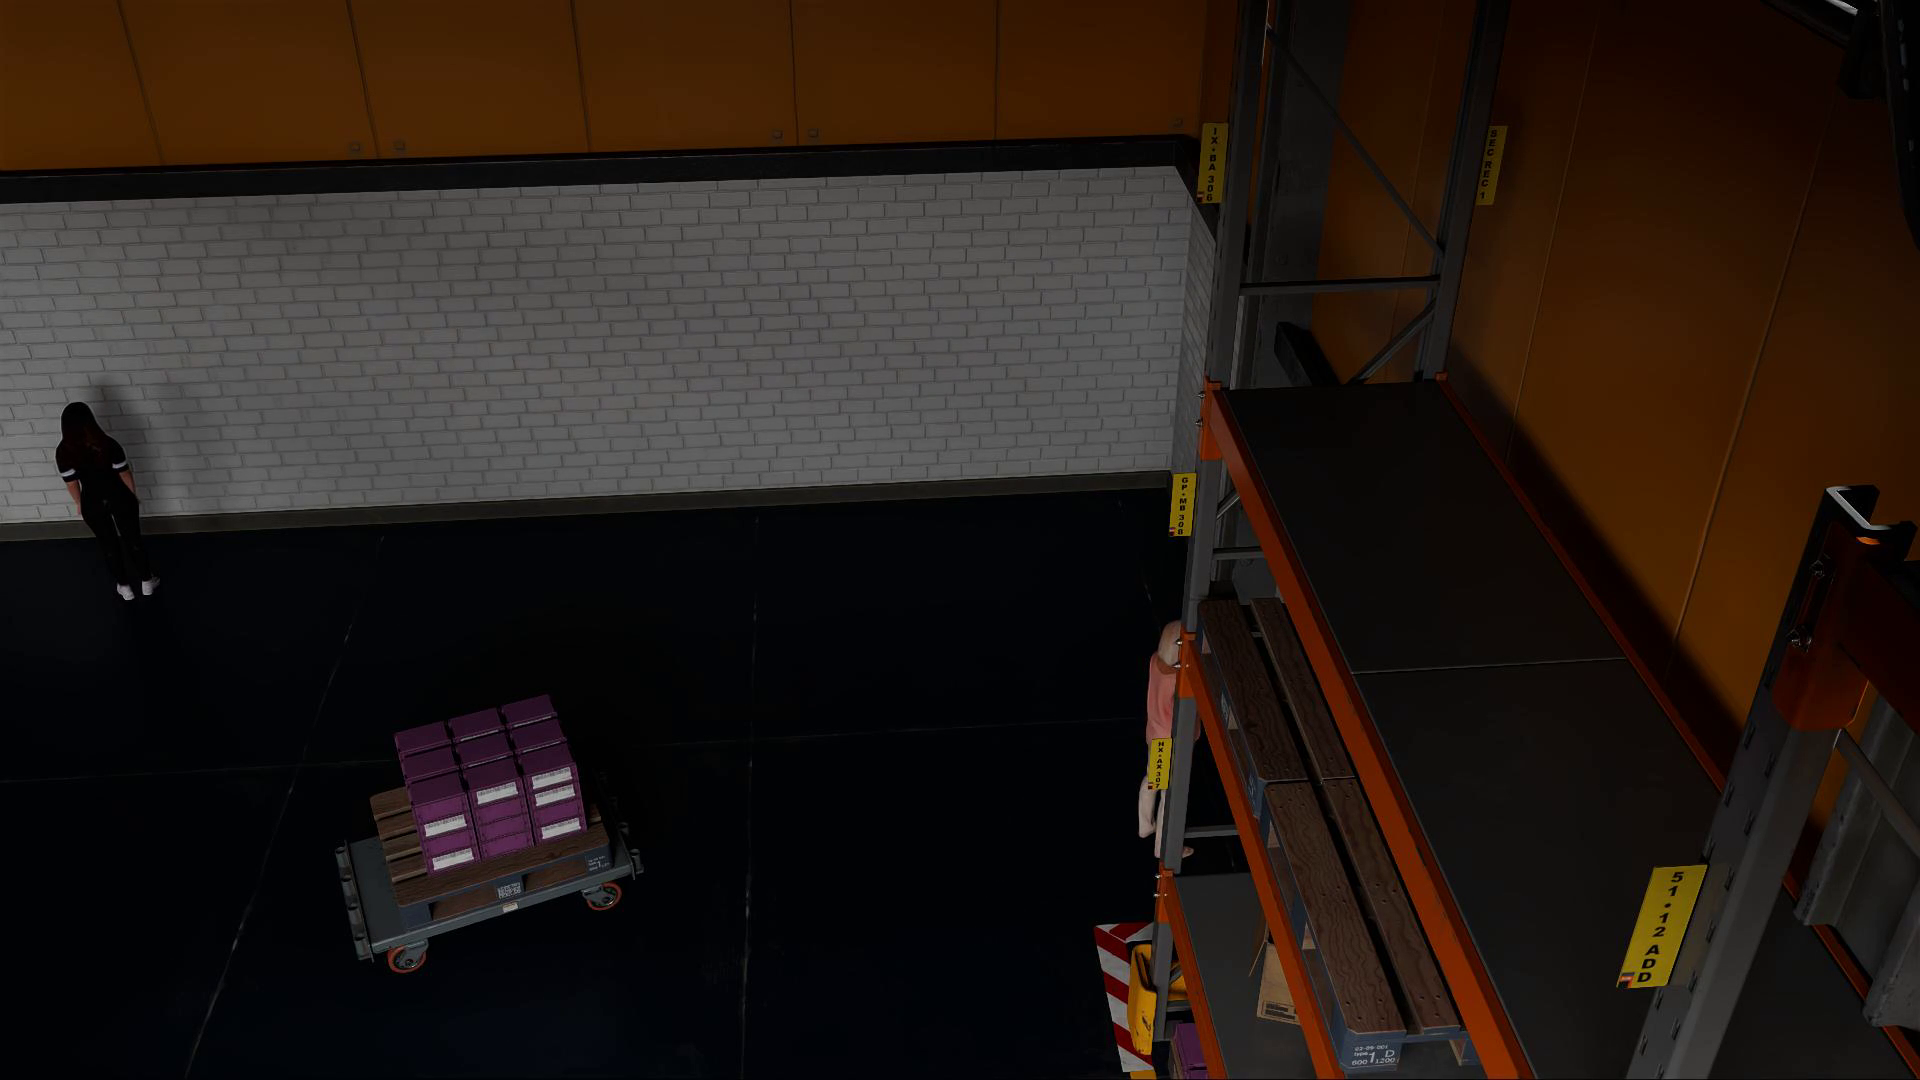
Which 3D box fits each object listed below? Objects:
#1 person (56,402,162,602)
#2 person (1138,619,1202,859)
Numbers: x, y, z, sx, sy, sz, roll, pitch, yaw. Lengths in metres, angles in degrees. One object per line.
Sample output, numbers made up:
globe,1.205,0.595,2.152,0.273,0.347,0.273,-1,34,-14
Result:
person,-6.314,-0.287,12.307,0.675,1.639,0.679,-13,36,-19
person,1.259,1.184,10.016,0.716,1.725,0.558,-12,35,-18
